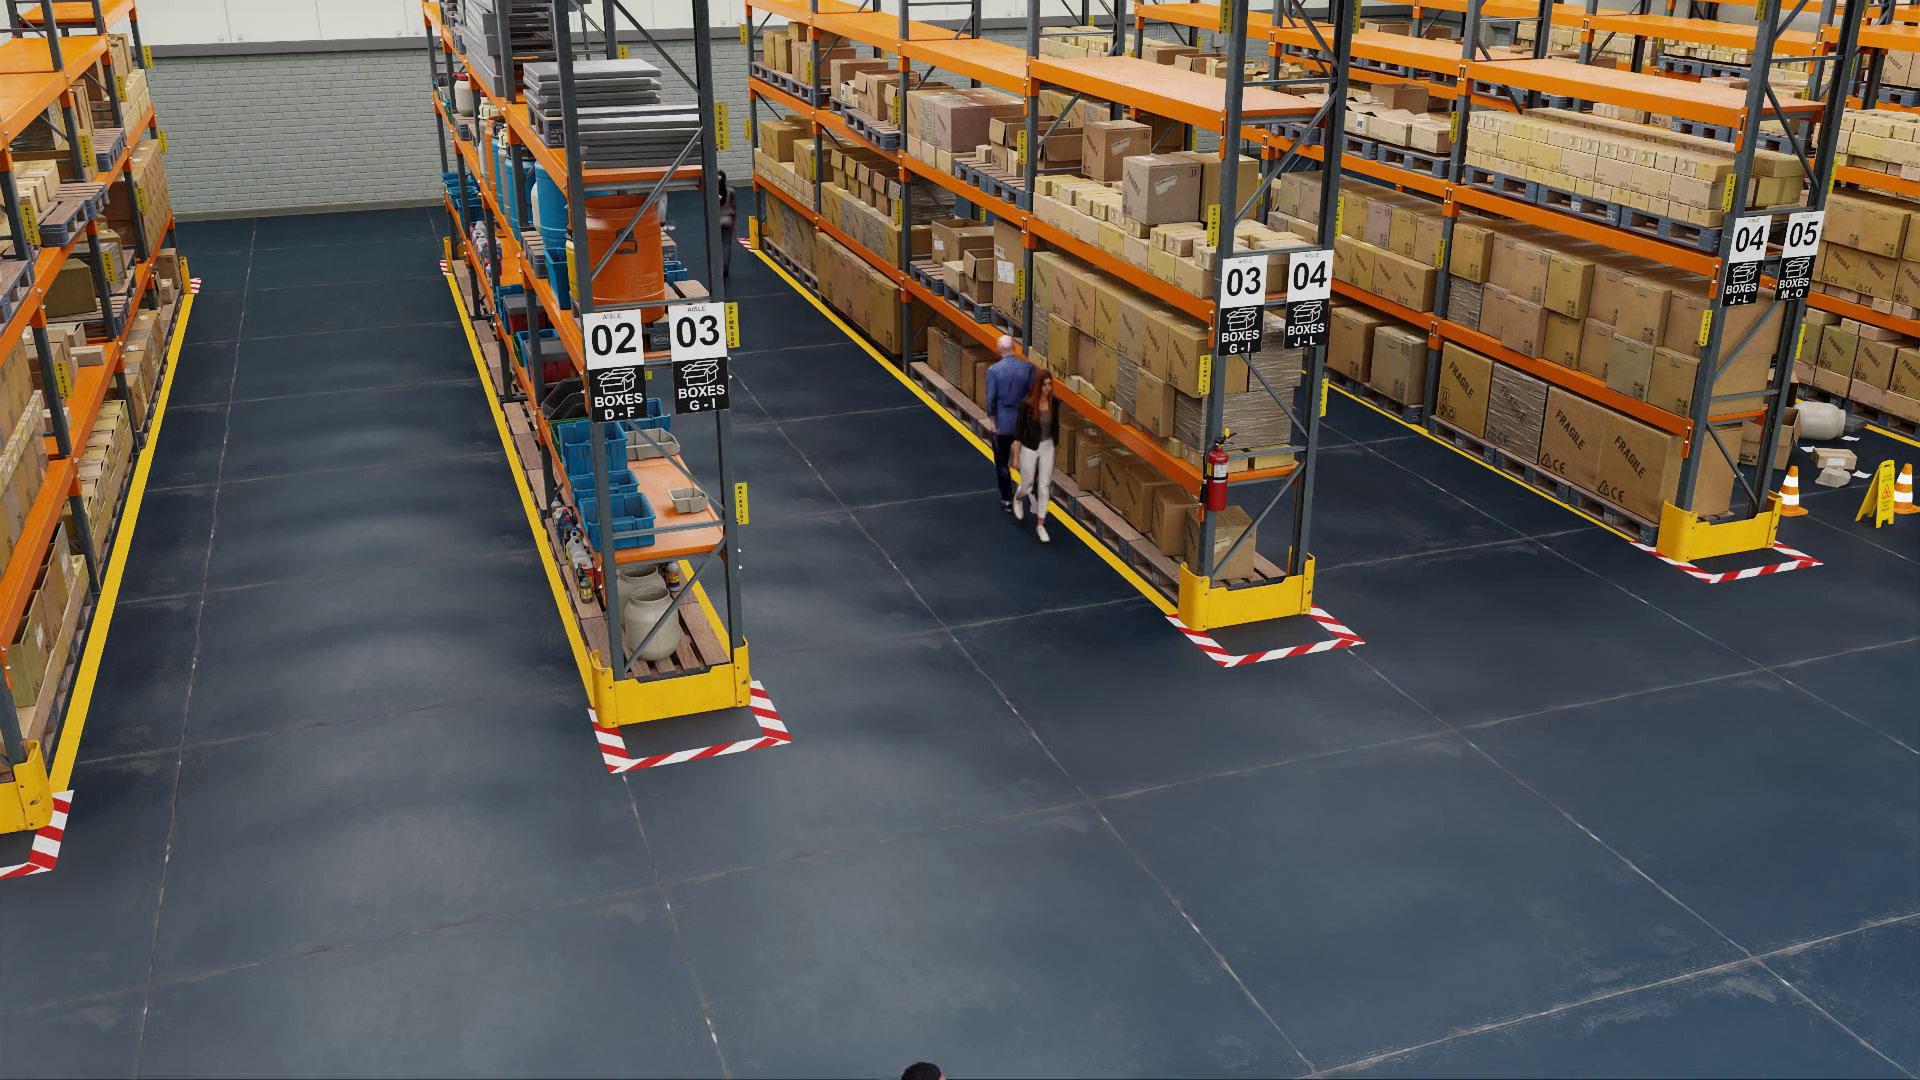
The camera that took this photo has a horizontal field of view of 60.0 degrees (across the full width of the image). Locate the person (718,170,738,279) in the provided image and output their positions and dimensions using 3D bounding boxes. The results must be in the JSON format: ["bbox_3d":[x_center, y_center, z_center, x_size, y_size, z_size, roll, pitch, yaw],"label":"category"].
[{"bbox_3d":[-3.669,-4.875,25.770,0.663,1.663,0.663,-4,23,-9],"label":"person"}]

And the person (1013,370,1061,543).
[{"bbox_3d":[0.712,-0.845,15.894,0.656,1.680,0.918,-8,23,-18],"label":"person"}]

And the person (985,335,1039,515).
[{"bbox_3d":[0.525,-1.066,16.286,0.788,1.793,1.031,-4,23,-11],"label":"person"}]
